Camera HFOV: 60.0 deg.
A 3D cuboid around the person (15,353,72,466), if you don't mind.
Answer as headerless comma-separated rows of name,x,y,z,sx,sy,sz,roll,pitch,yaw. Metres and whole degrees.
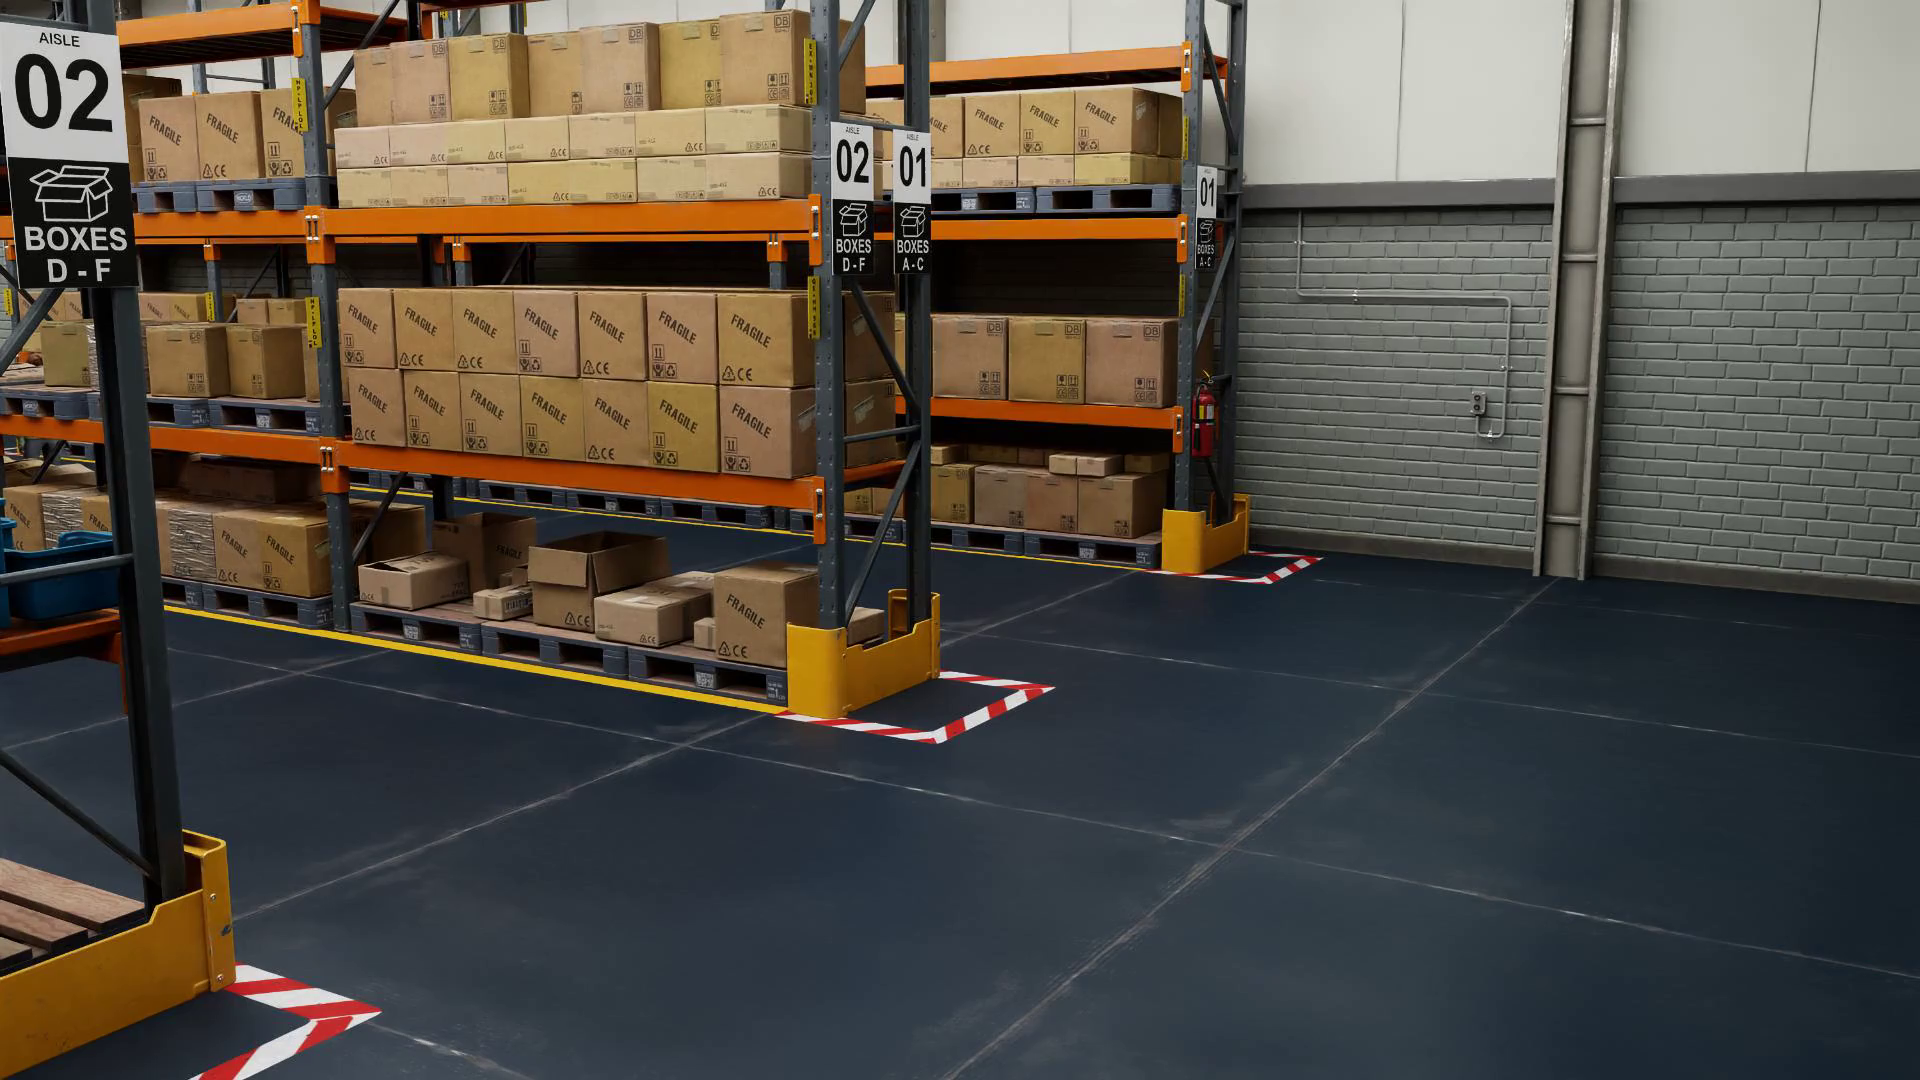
person,-8.632,-0.942,15.645,0.279,1.633,0.497,6,12,33
